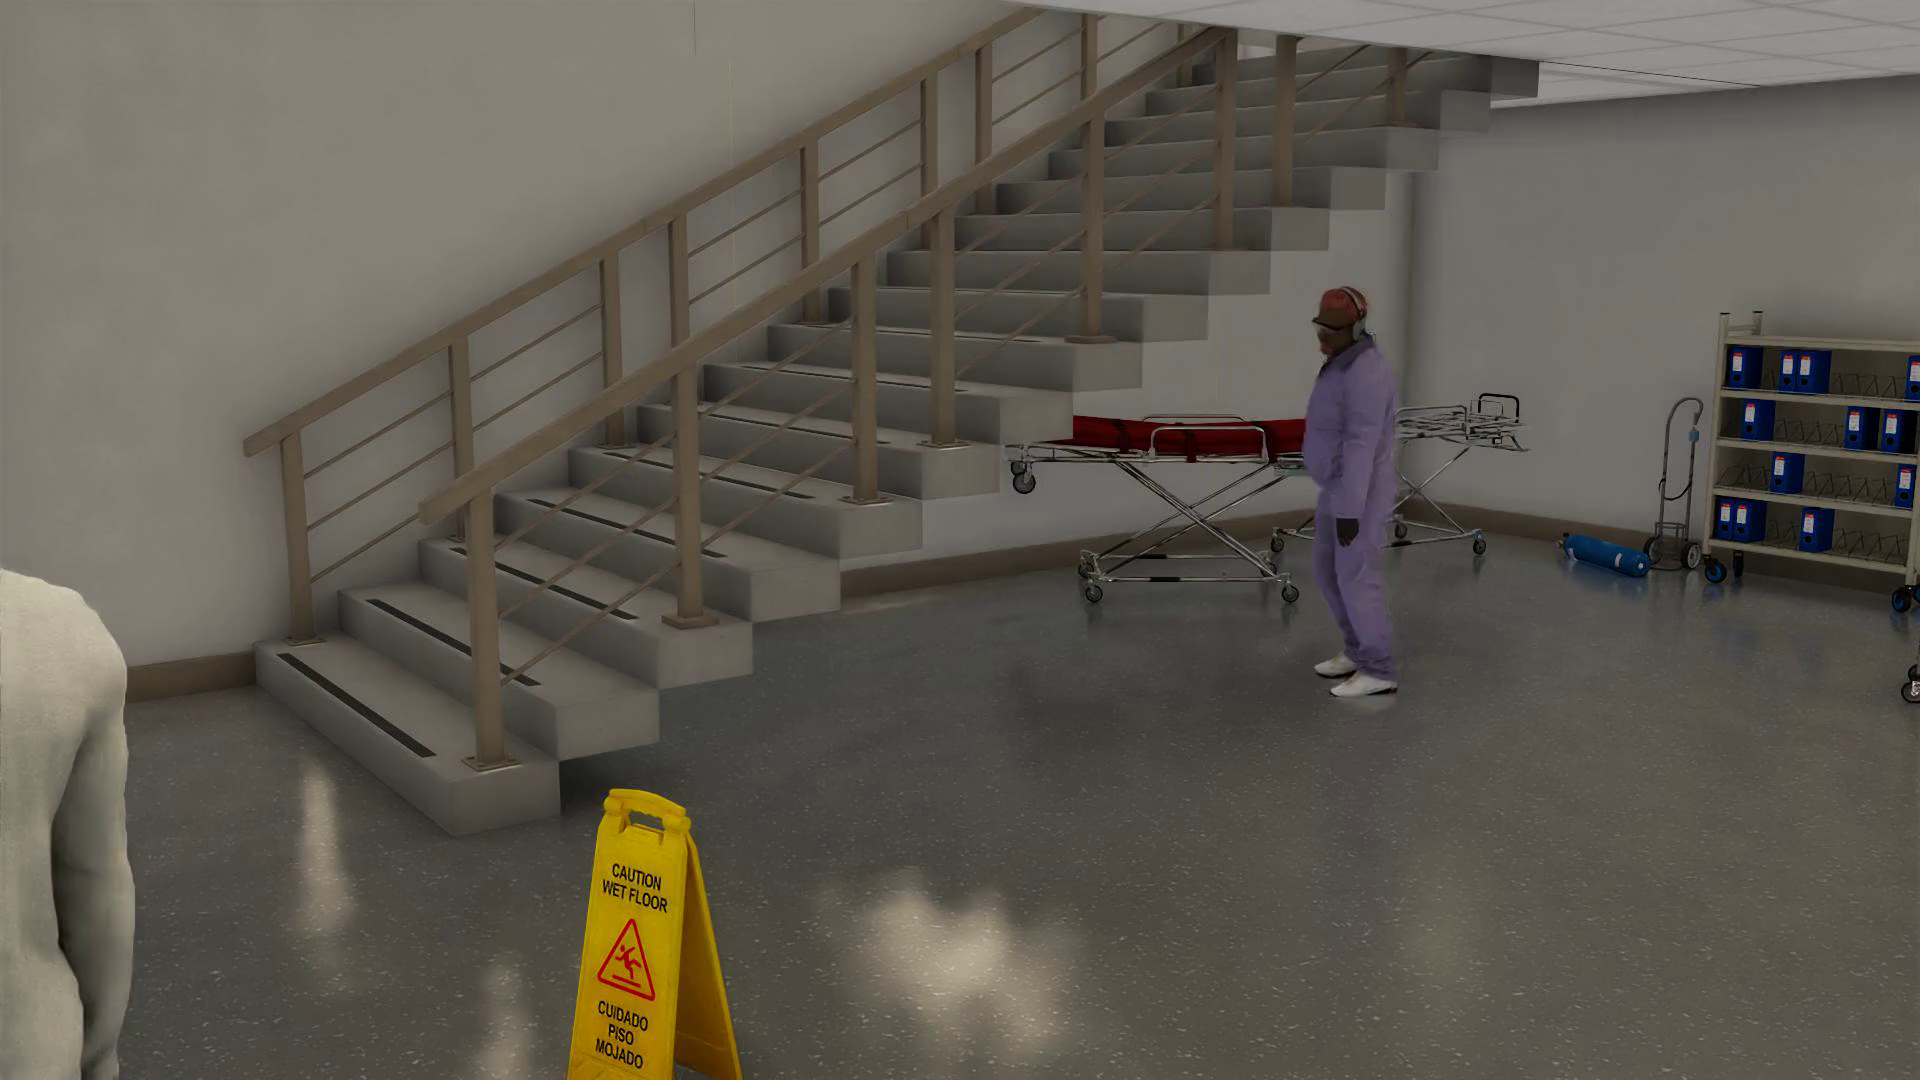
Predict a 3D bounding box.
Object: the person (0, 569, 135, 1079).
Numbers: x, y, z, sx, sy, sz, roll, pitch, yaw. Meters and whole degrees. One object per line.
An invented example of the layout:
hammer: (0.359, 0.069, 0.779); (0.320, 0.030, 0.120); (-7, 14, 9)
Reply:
person: (-1.273, 0.722, 1.981); (0.379, 1.940, 0.629); (6, 11, 30)

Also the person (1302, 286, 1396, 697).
person: (1.774, -0.203, 7.503); (0.485, 1.870, 0.670); (0, 10, -1)
